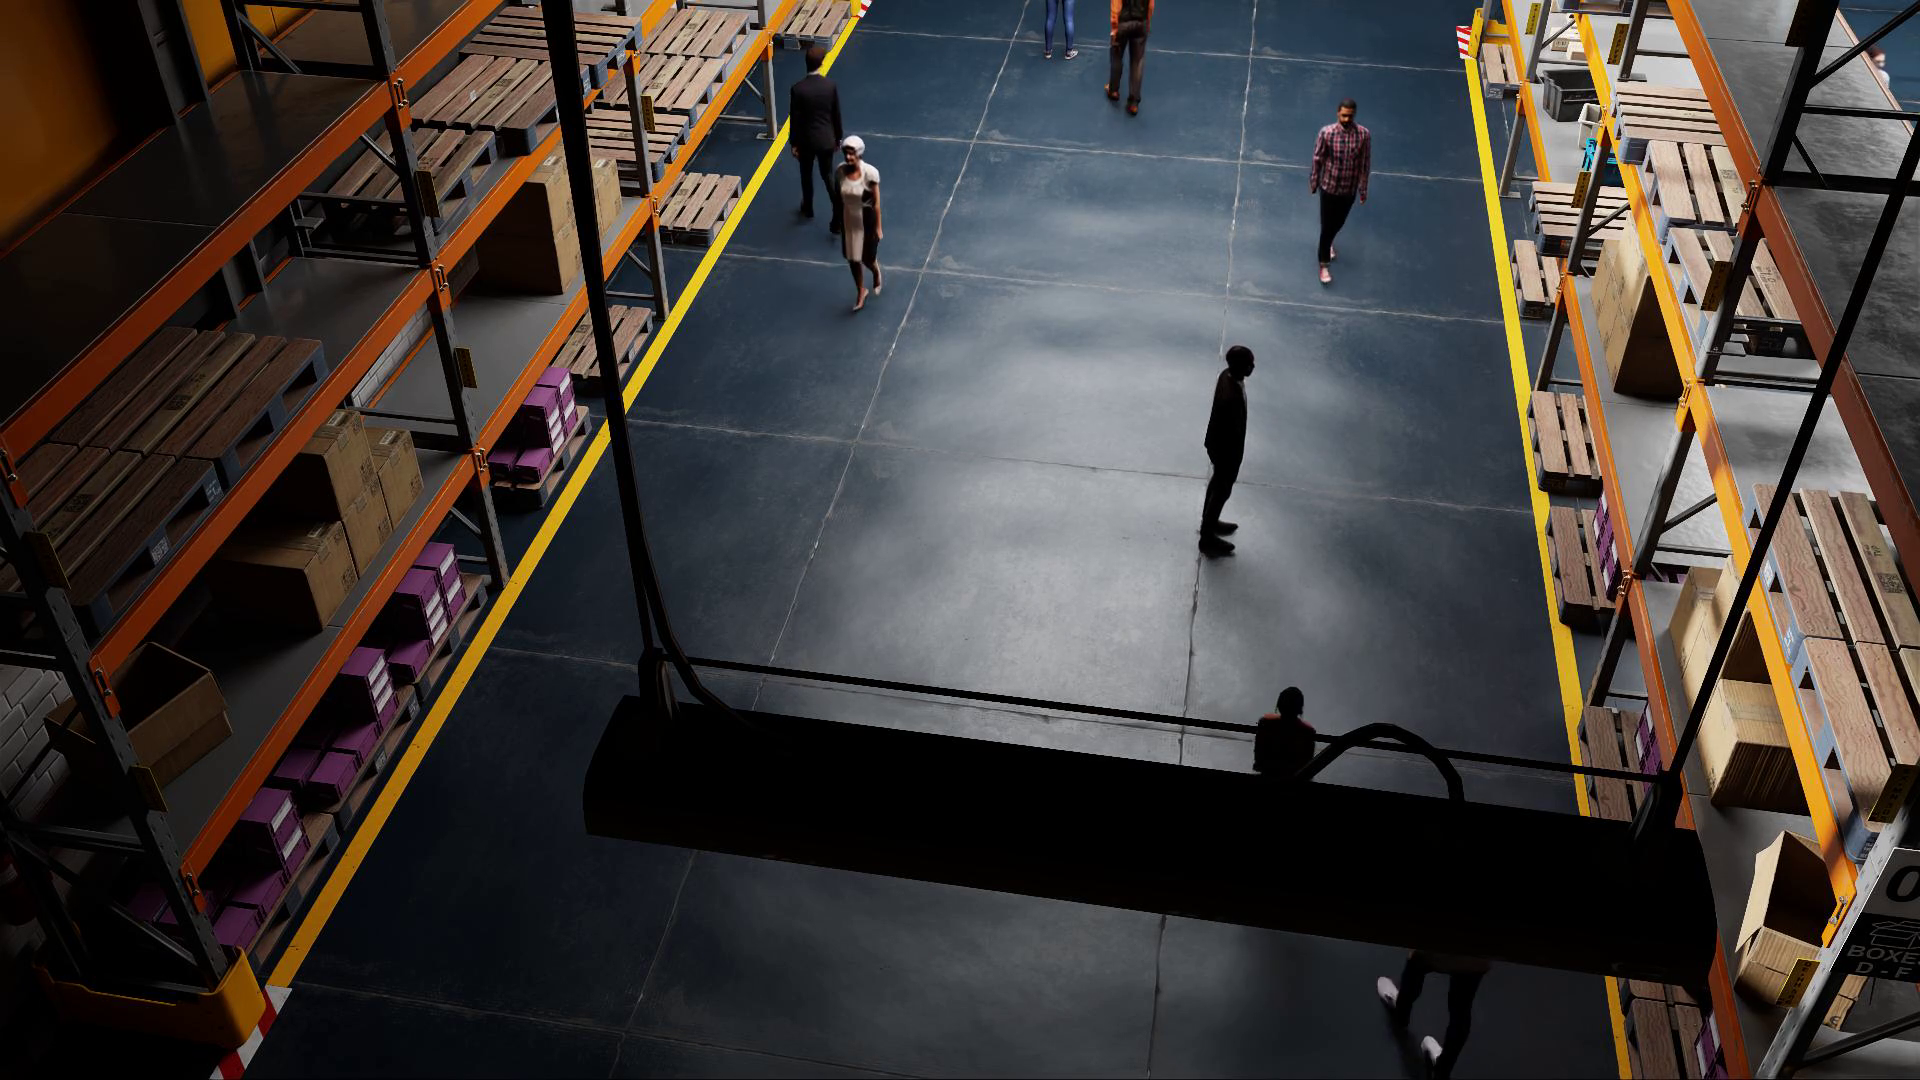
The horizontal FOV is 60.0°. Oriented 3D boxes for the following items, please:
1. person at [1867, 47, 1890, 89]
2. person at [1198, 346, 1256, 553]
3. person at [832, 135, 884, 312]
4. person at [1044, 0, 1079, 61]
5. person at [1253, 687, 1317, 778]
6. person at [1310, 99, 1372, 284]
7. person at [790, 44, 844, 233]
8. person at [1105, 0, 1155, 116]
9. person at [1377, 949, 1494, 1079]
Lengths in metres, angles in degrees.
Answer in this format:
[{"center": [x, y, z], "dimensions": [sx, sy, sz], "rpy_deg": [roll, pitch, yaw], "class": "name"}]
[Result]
[{"center": [9.241, -4.319, 17.270], "dimensions": [0.861, 1.672, 1.123], "rpy_deg": [-6, 39, -7], "class": "person"}, {"center": [2.009, -0.700, 12.636], "dimensions": [0.728, 1.799, 0.529], "rpy_deg": [3, 39, 4], "class": "person"}, {"center": [-0.896, -2.975, 15.532], "dimensions": [0.746, 1.740, 0.839], "rpy_deg": [16, 41, 19], "class": "person"}, {"center": [1.219, -6.730, 20.255], "dimensions": [0.653, 1.714, 0.618], "rpy_deg": [10, 40, 12], "class": "person"}, {"center": [1.991, 1.439, 10.400], "dimensions": [0.533, 1.248, 0.594], "rpy_deg": [9, 40, 11], "class": "person"}, {"center": [3.682, -3.468, 16.163], "dimensions": [0.818, 1.723, 1.138], "rpy_deg": [0, 39, -1], "class": "person"}, {"center": [-1.410, -3.994, 16.712], "dimensions": [1.087, 1.860, 1.258], "rpy_deg": [-16, 41, -19], "class": "person"}, {"center": [1.981, -5.780, 18.936], "dimensions": [0.916, 1.876, 1.107], "rpy_deg": [-5, 39, -7], "class": "person"}, {"center": [2.687, 2.253, 8.857], "dimensions": [0.841, 1.902, 1.027], "rpy_deg": [-3, 39, -4], "class": "person"}]
